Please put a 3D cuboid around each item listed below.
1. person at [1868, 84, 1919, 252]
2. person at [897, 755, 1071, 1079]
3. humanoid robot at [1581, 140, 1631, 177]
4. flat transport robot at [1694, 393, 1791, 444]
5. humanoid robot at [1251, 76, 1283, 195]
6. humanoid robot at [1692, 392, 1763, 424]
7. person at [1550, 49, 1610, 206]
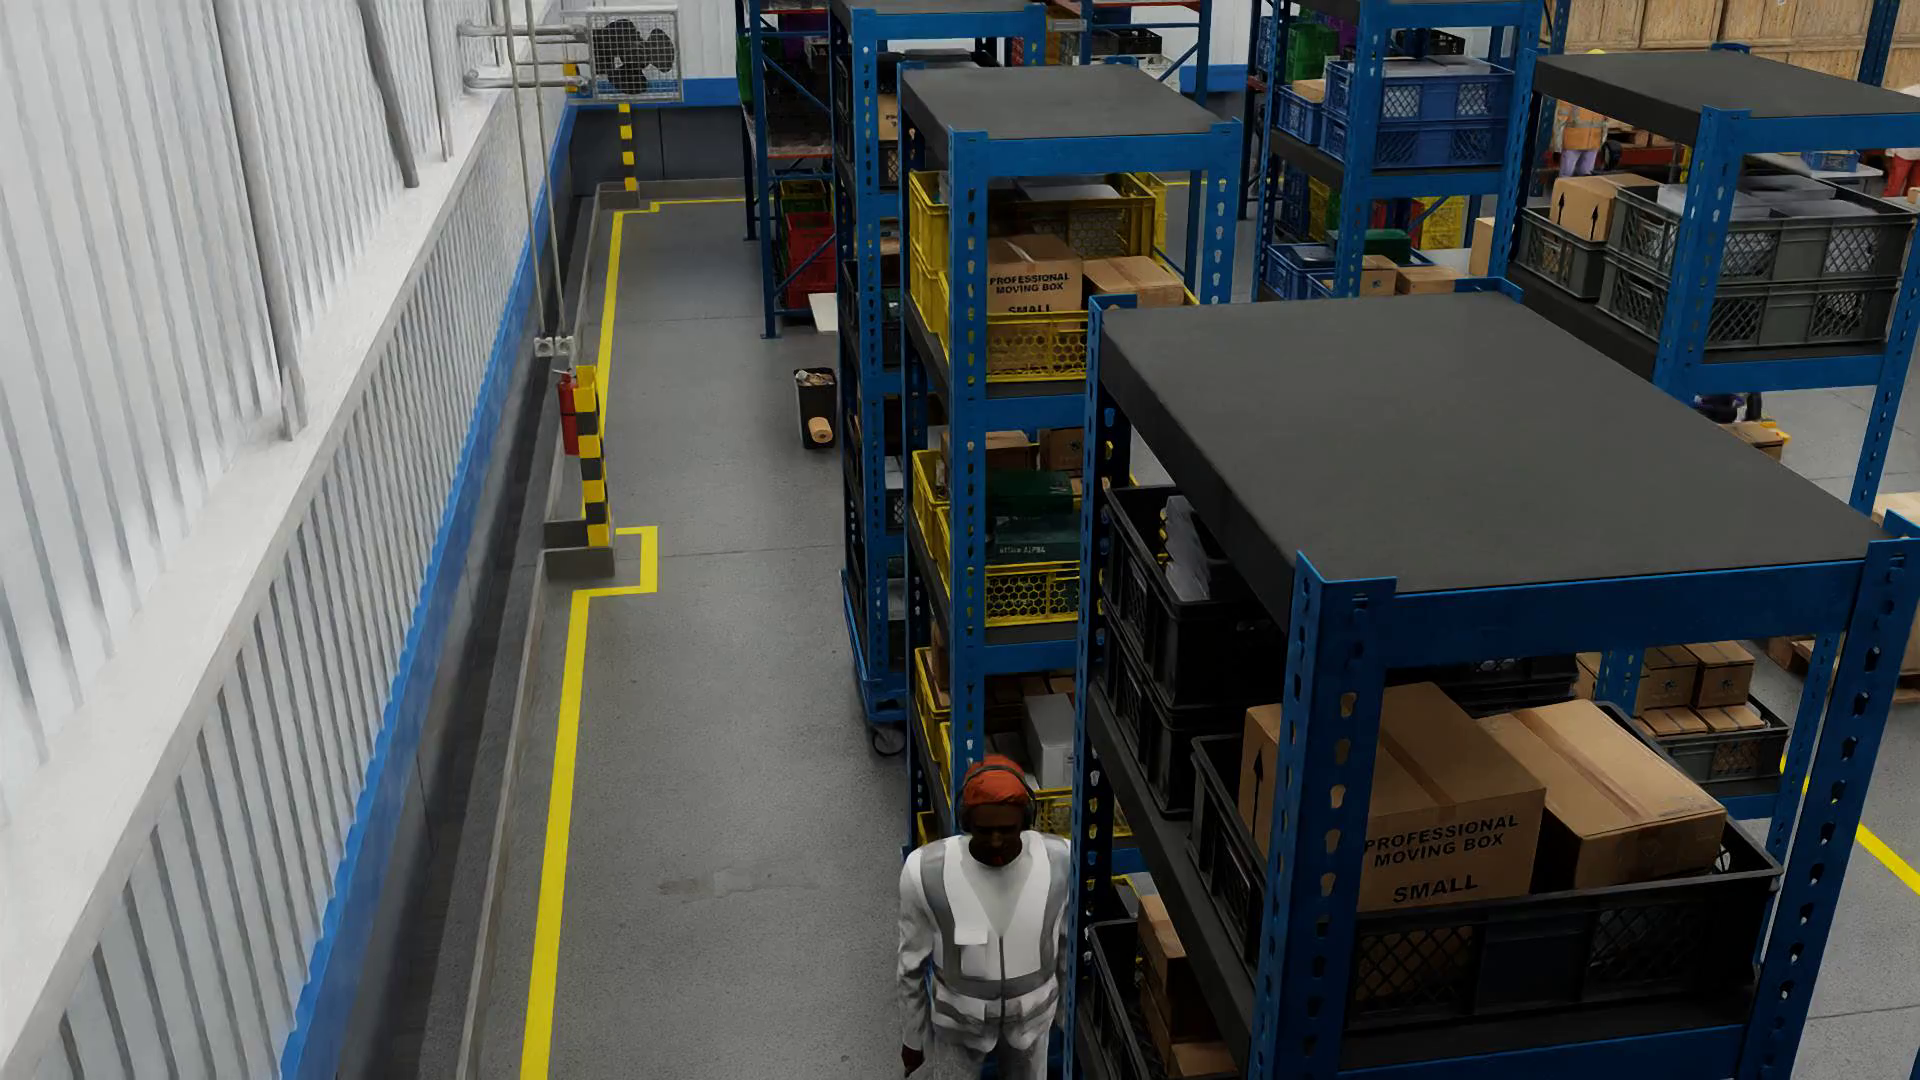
[{"bbox_3d":[9.553,-3.866,16.641,0.621,1.989,0.399,-4,25,-8],"label":"person"},{"bbox_3d":[0.097,1.483,5.142,0.582,1.882,0.338,-4,25,-8],"label":"person"},{"bbox_3d":[5.447,-2.591,14.232,0.610,1.656,0.315,-4,25,-8],"label":"humanoid robot"},{"bbox_3d":[5.226,-0.862,12.131,1.431,0.197,0.652,-4,26,-8],"label":"flat transport robot"},{"bbox_3d":[3.589,-4.779,18.985,0.610,1.657,0.315,-4,25,-8],"label":"humanoid robot"},{"bbox_3d":[4.557,-0.682,10.113,0.628,1.650,0.356,-6,25,-14],"label":"humanoid robot"},{"bbox_3d":[6.436,-4.092,17.210,0.592,1.924,0.379,-4,25,-8],"label":"person"}]
